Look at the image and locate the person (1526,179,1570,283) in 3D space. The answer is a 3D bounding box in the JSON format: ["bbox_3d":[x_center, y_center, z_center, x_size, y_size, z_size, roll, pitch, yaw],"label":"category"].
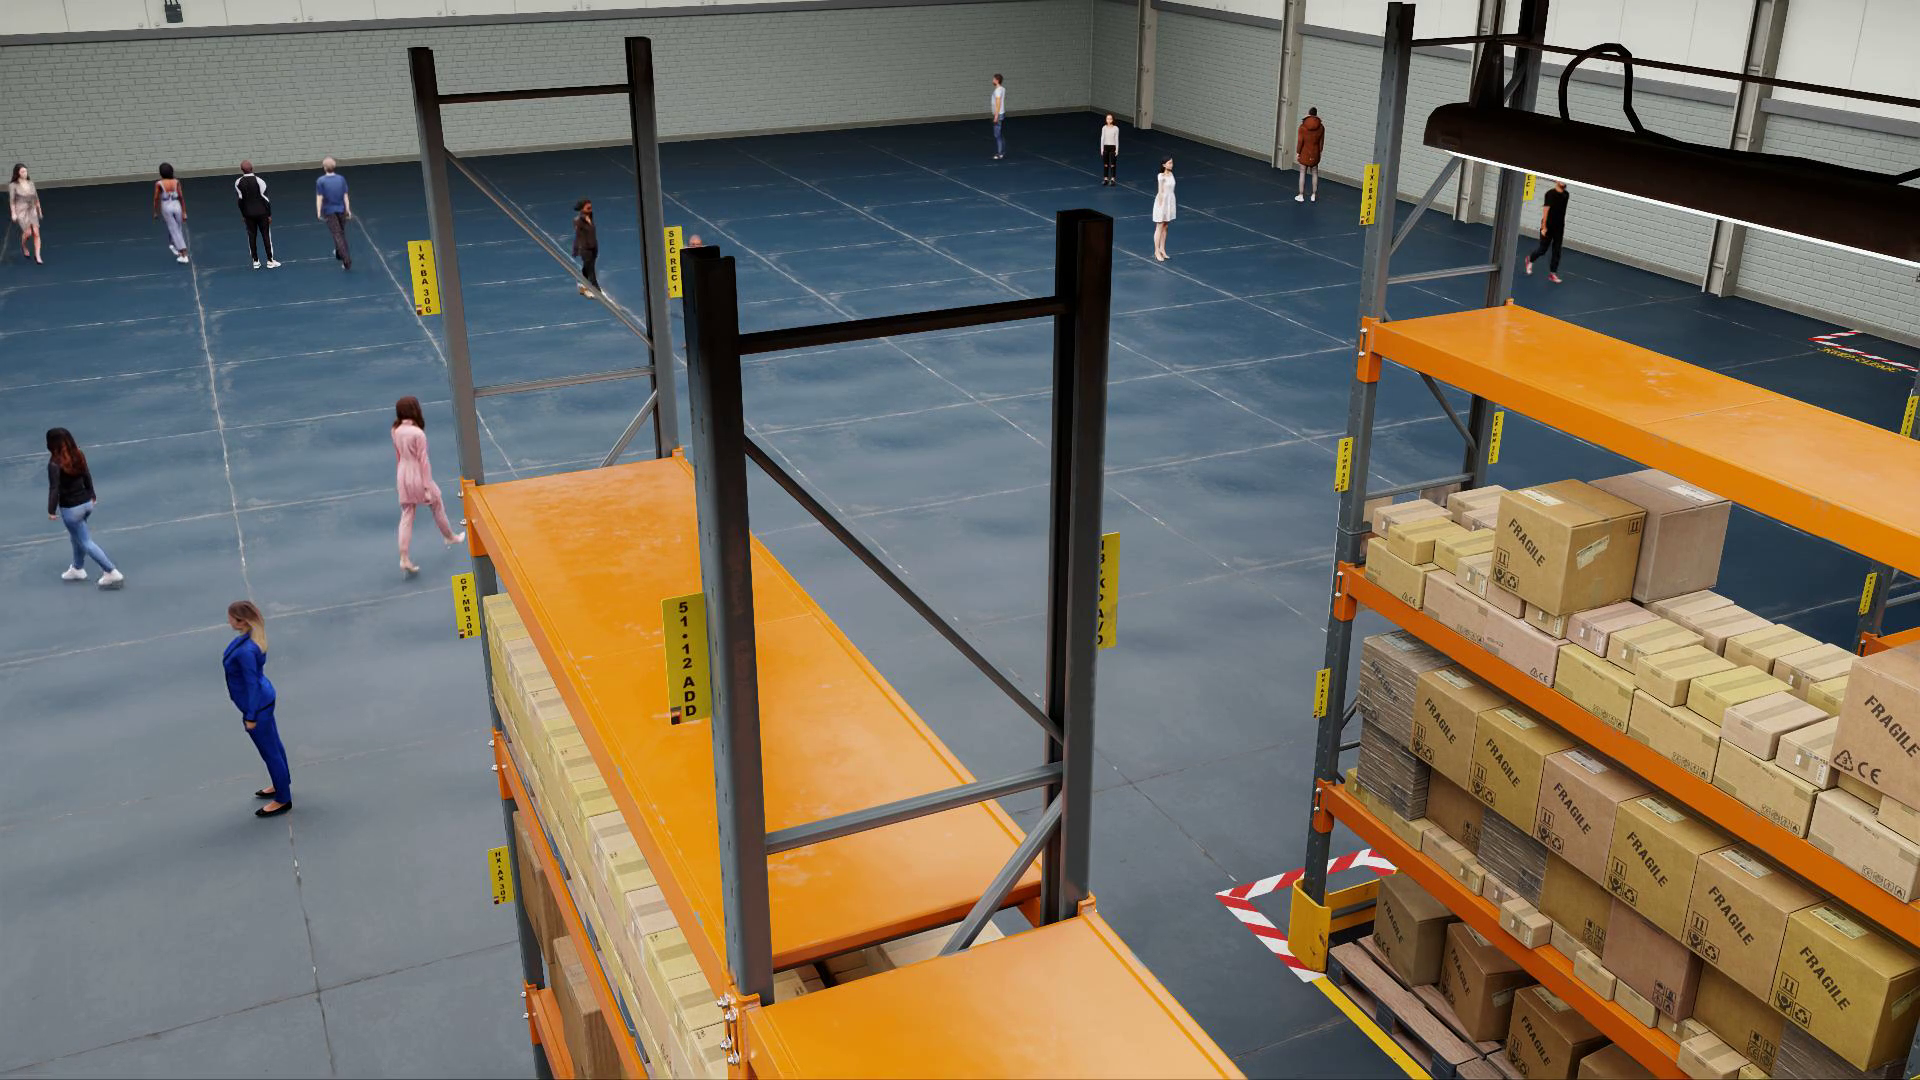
[{"bbox_3d":[9.648,-5.128,27.245,0.705,1.737,1.040,-8,24,-18],"label":"person"}]

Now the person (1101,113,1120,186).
[{"bbox_3d":[3.136,-8.149,34.675,0.597,1.483,0.651,7,24,16],"label":"person"}]

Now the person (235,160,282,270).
[{"bbox_3d":[-11.859,-5.492,27.989,0.723,1.826,0.680,-2,23,-5],"label":"person"}]

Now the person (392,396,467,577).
[{"bbox_3d":[-5.404,-0.488,16.313,1.141,1.754,1.162,10,25,22],"label":"person"}]

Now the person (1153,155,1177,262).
[{"bbox_3d":[3.508,-5.701,28.544,0.794,1.775,0.764,16,28,32],"label":"person"}]

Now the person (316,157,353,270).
[{"bbox_3d":[-10.424,-5.425,27.842,0.878,1.817,1.240,-18,29,-37],"label":"person"}]

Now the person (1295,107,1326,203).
[{"bbox_3d":[6.966,-7.687,33.137,0.802,1.837,0.811,-3,23,-6],"label":"person"}]

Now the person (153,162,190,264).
[{"bbox_3d":[-13.361,-5.533,28.310,1.160,1.650,0.866,19,30,37],"label":"person"}]

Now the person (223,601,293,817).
[{"bbox_3d":[-5.203,1.222,12.361,0.696,1.700,0.508,-8,24,-17],"label":"person"}]

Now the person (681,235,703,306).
[{"bbox_3d":[-3.618,-3.361,23.065,0.946,1.757,1.286,-3,23,-6],"label":"person"}]

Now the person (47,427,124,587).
[{"bbox_3d":[-8.473,-0.299,16.040,1.016,1.619,1.027,3,23,8],"label":"person"}]

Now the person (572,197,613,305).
[{"bbox_3d":[-5.654,-4.478,25.833,1.201,1.647,1.044,18,29,36],"label":"person"}]

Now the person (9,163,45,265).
[{"bbox_3d":[-15.849,-5.512,28.169,0.873,1.722,0.805,14,27,29],"label":"person"}]

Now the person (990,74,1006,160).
[{"bbox_3d":[0.877,-9.545,37.469,0.773,1.865,0.689,6,24,14],"label":"person"}]
